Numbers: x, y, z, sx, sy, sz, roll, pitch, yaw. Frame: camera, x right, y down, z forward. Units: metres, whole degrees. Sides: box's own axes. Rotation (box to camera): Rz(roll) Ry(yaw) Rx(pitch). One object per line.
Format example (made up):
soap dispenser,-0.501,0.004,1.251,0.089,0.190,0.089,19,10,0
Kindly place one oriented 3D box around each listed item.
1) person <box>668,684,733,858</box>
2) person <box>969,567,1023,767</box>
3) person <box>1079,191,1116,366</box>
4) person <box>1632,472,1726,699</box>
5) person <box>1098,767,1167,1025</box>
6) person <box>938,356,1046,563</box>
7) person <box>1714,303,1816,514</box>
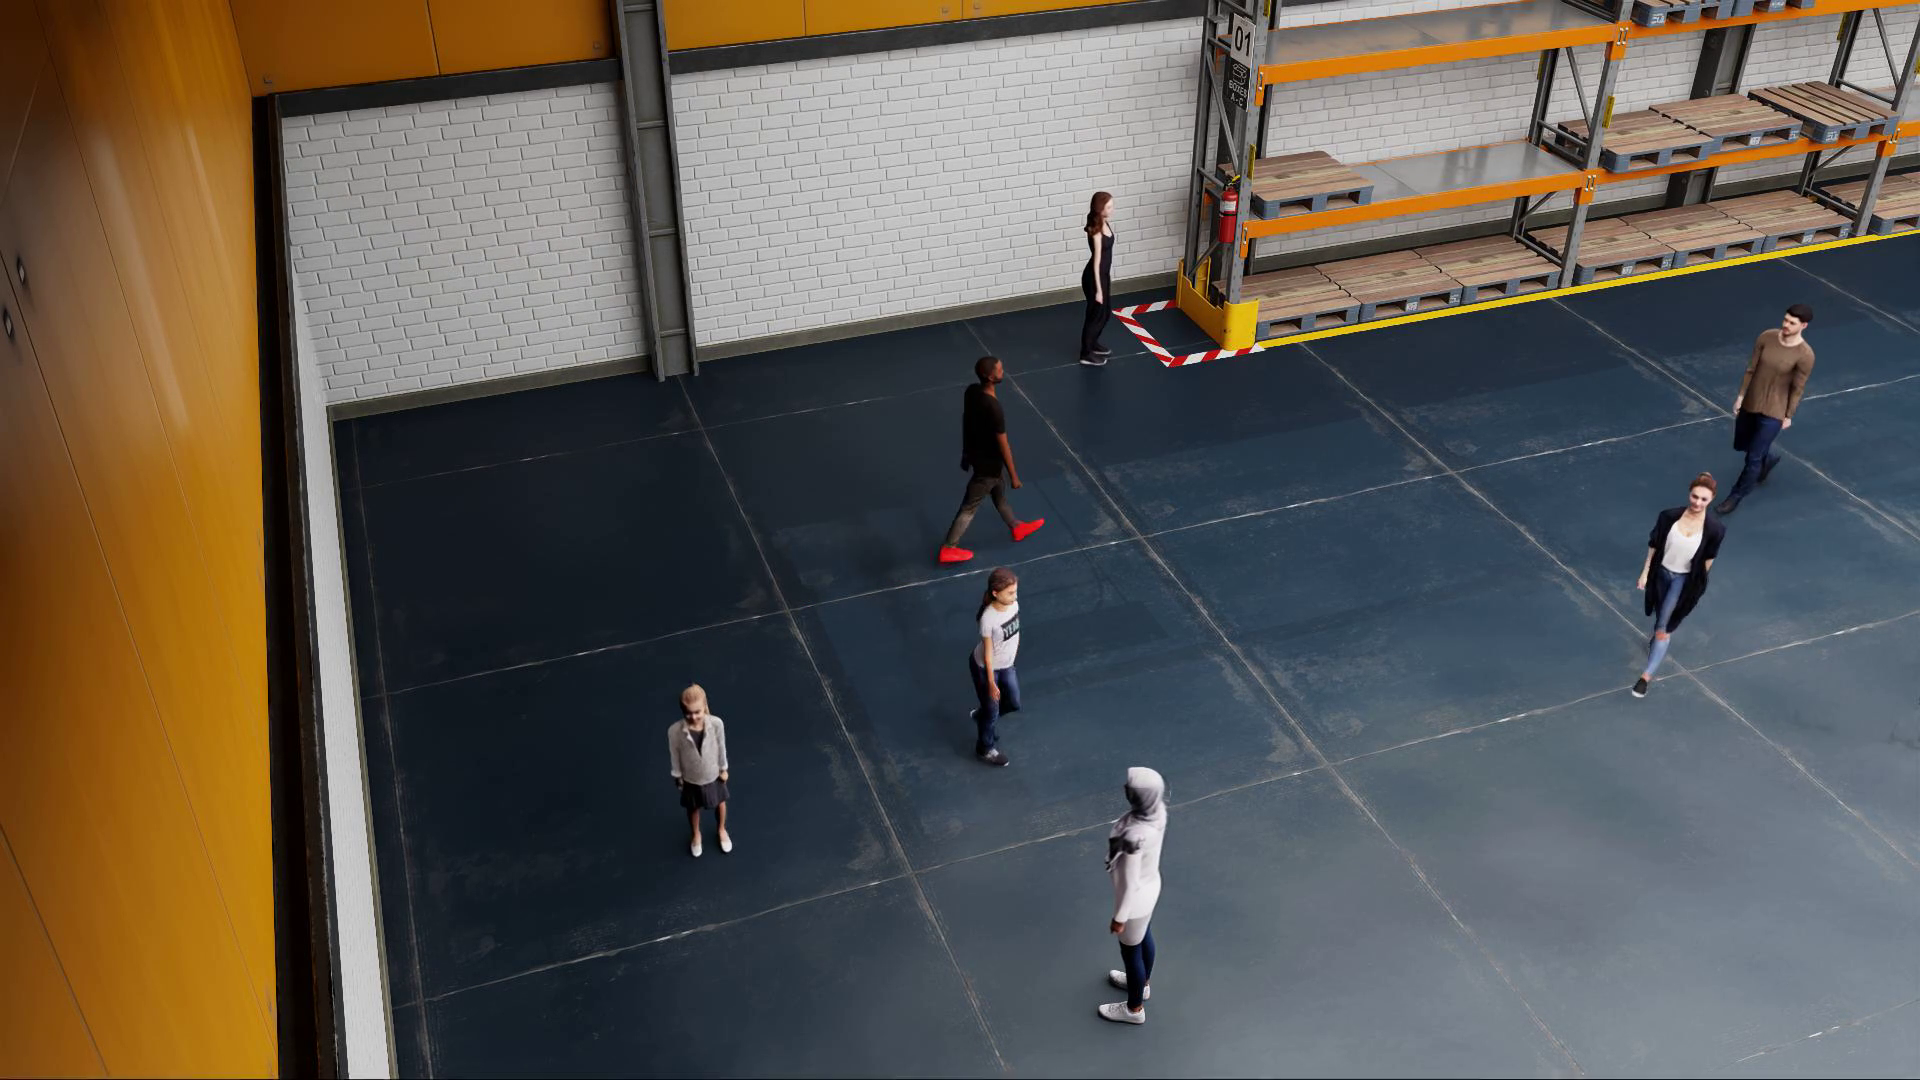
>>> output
person,-1.620,1.423,10.362,0.476,1.272,0.588,-6,34,-10
person,0.174,0.802,11.049,0.752,1.545,0.701,27,42,34
person,1.293,-2.497,15.839,0.695,1.738,0.668,8,34,12
person,5.088,0.238,11.815,0.990,1.638,1.211,24,41,32
person,0.969,1.948,9.119,0.743,1.775,0.694,13,36,18
person,0.111,-0.574,12.930,1.201,1.757,0.729,-14,36,-20
person,6.646,-1.109,13.631,1.074,1.870,0.778,-19,38,-26
